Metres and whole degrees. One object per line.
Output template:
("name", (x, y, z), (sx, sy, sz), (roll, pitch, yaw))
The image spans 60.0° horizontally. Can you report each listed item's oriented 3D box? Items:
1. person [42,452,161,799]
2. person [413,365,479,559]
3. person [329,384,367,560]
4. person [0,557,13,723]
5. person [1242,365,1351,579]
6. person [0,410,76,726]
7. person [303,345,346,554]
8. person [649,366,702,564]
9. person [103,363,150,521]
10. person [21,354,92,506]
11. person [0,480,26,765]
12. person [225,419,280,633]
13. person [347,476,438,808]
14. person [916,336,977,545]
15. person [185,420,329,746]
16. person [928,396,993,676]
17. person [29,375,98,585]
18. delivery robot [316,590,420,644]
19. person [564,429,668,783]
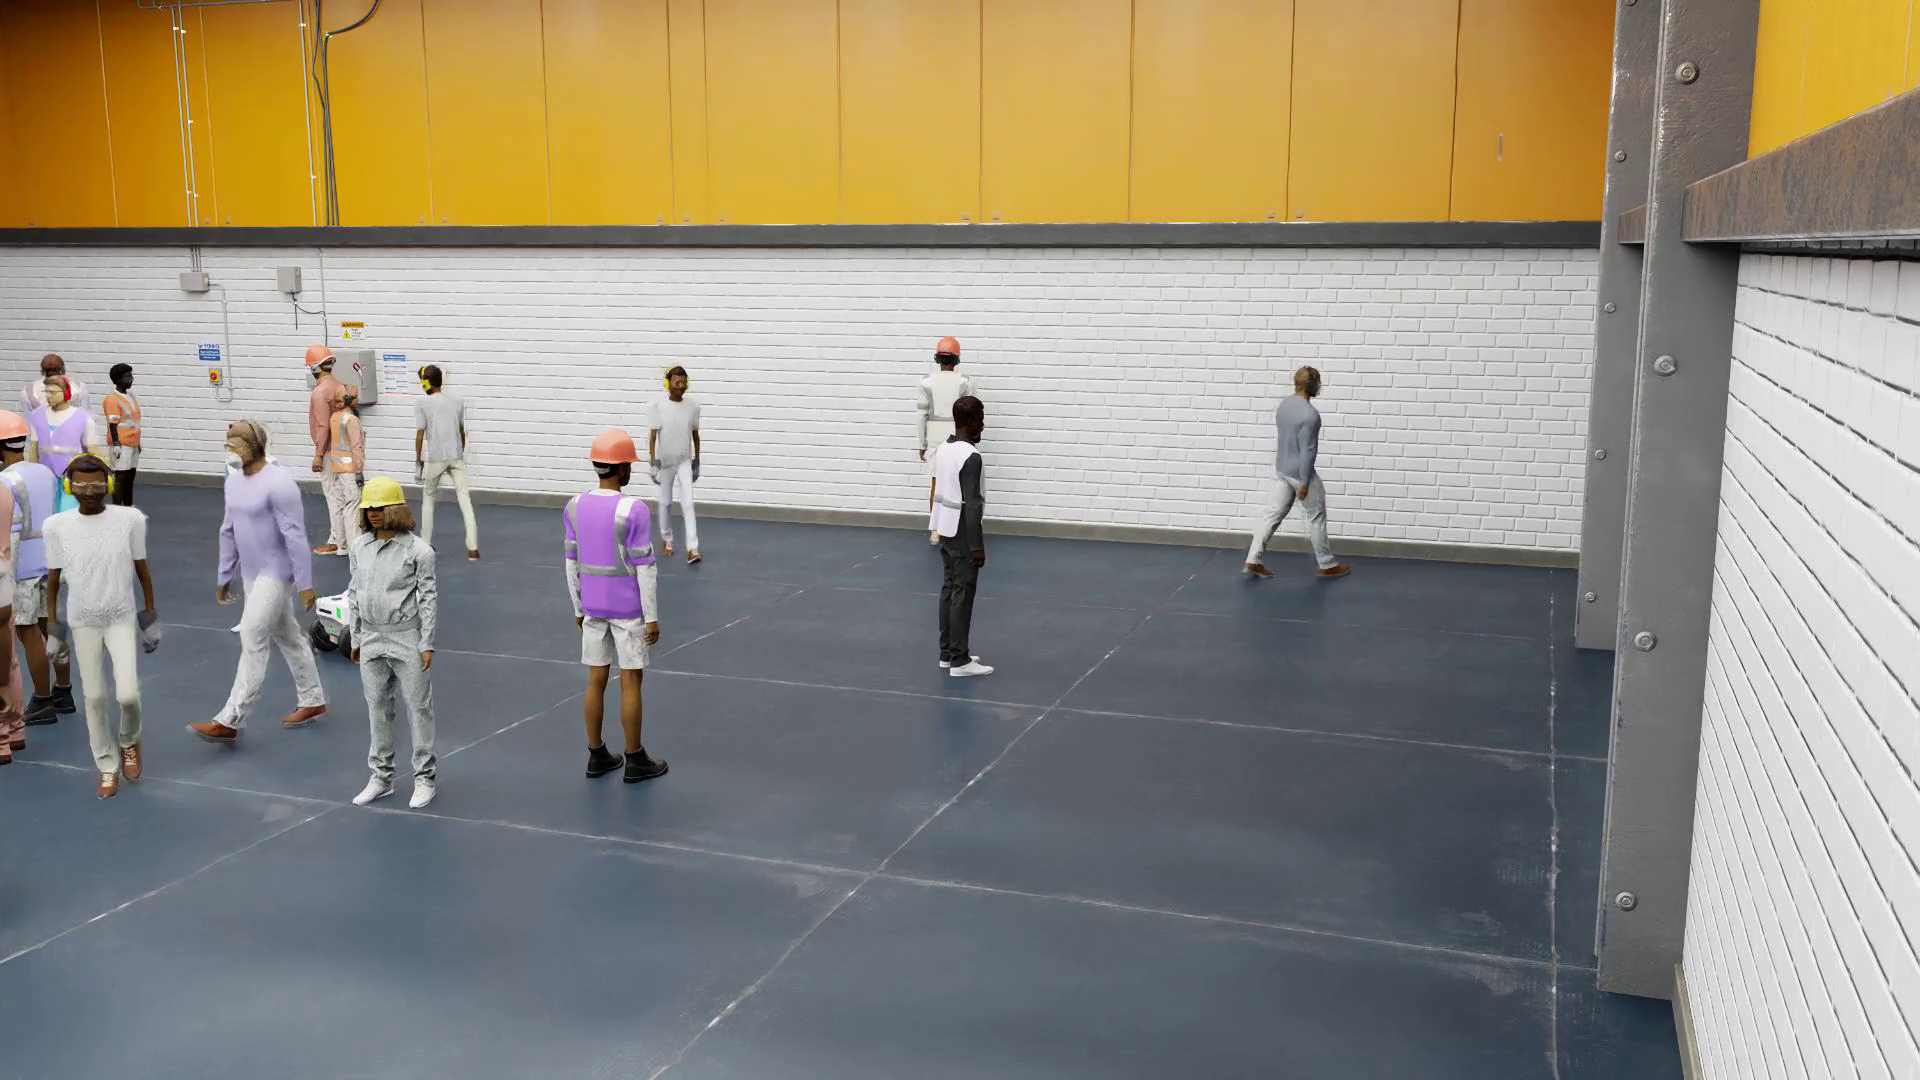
("person", (-4.536, 0.454, 8.794), (0.539, 1.850, 0.401), (-4, 11, -20))
("person", (-4.886, -0.727, 15.603), (0.540, 1.802, 0.844), (-7, 12, -35))
("person", (-5.703, -0.634, 15.519), (0.315, 1.641, 0.514), (-9, 13, -41))
("person", (-4.664, 0.612, 7.371), (0.919, 2.000, 0.687), (6, 12, 30))
("person", (2.934, -0.580, 14.531), (1.011, 1.898, 0.643), (-4, 11, -20))
("person", (-5.724, 0.170, 10.159), (0.369, 1.933, 0.551), (0, 10, 1))
("person", (-5.992, -0.858, 15.802), (0.391, 1.987, 0.608), (0, 10, 2))
("person", (-2.637, -0.703, 15.423), (0.518, 1.815, 1.010), (-3, 11, -18))
("person", (-8.763, -1.008, 17.460), (0.317, 1.695, 0.540), (-1, 10, -3))
("person", (-9.138, -0.982, 16.942), (0.640, 1.820, 0.757), (-4, 11, -20))
("person", (-5.550, 0.326, 9.364), (0.409, 1.909, 0.640), (-2, 10, -12))
("person", (-5.294, -0.096, 12.500), (0.521, 1.636, 0.311), (4, 11, 21))
("person", (-2.959, 0.533, 8.656), (0.483, 1.745, 0.299), (2, 10, 11))
("person", (-0.117, -0.963, 16.240), (0.606, 2.044, 0.374), (1, 10, 6))
("person", (-4.206, 0.249, 9.806), (0.658, 1.894, 0.987), (8, 13, 39))
("person", (0.001, -0.029, 11.356), (0.398, 1.911, 0.587), (-4, 11, -20))
("person", (-7.799, -0.553, 14.573), (0.587, 1.821, 0.816), (1, 10, 8))
("delivery robot", (-4.251, 0.486, 12.001), (0.477, 0.478, 0.707), (8, 13, 40))
("person", (-1.871, 0.359, 9.085), (0.552, 1.936, 0.358), (5, 11, 25))
